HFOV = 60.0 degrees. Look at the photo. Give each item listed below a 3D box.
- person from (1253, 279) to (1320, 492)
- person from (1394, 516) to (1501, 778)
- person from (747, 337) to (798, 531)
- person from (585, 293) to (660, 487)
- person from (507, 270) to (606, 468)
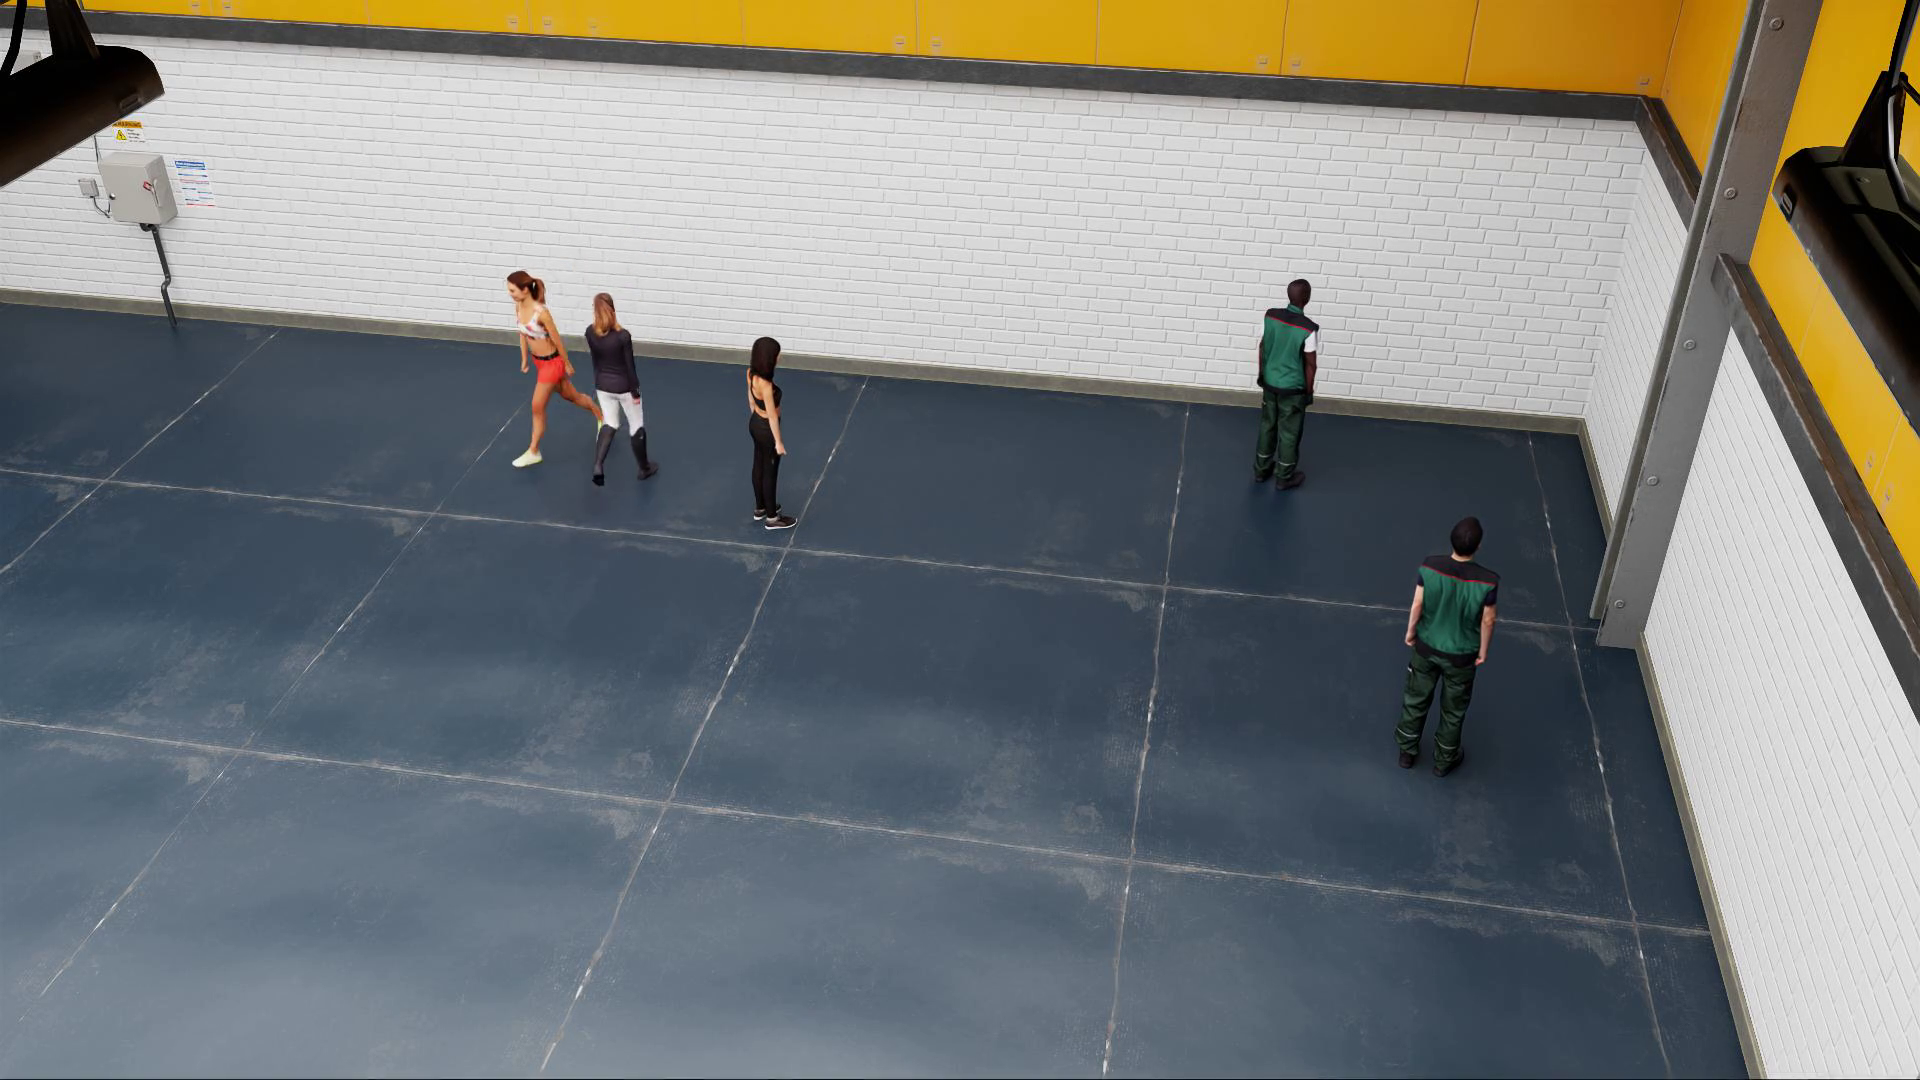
[{"bbox_3d":[2.657,-1.276,13.579,0.780,1.838,0.792,28,43,35],"label":"person"},{"bbox_3d":[3.094,0.679,10.581,0.749,1.900,0.705,17,37,24],"label":"person"},{"bbox_3d":[-1.541,-0.847,13.115,0.701,1.637,0.628,-18,38,-25],"label":"person"},{"bbox_3d":[-2.847,-1.180,13.542,0.683,1.719,0.987,13,36,19],"label":"person"},{"bbox_3d":[-3.356,-1.477,13.989,1.076,1.719,1.248,29,43,36],"label":"person"}]
